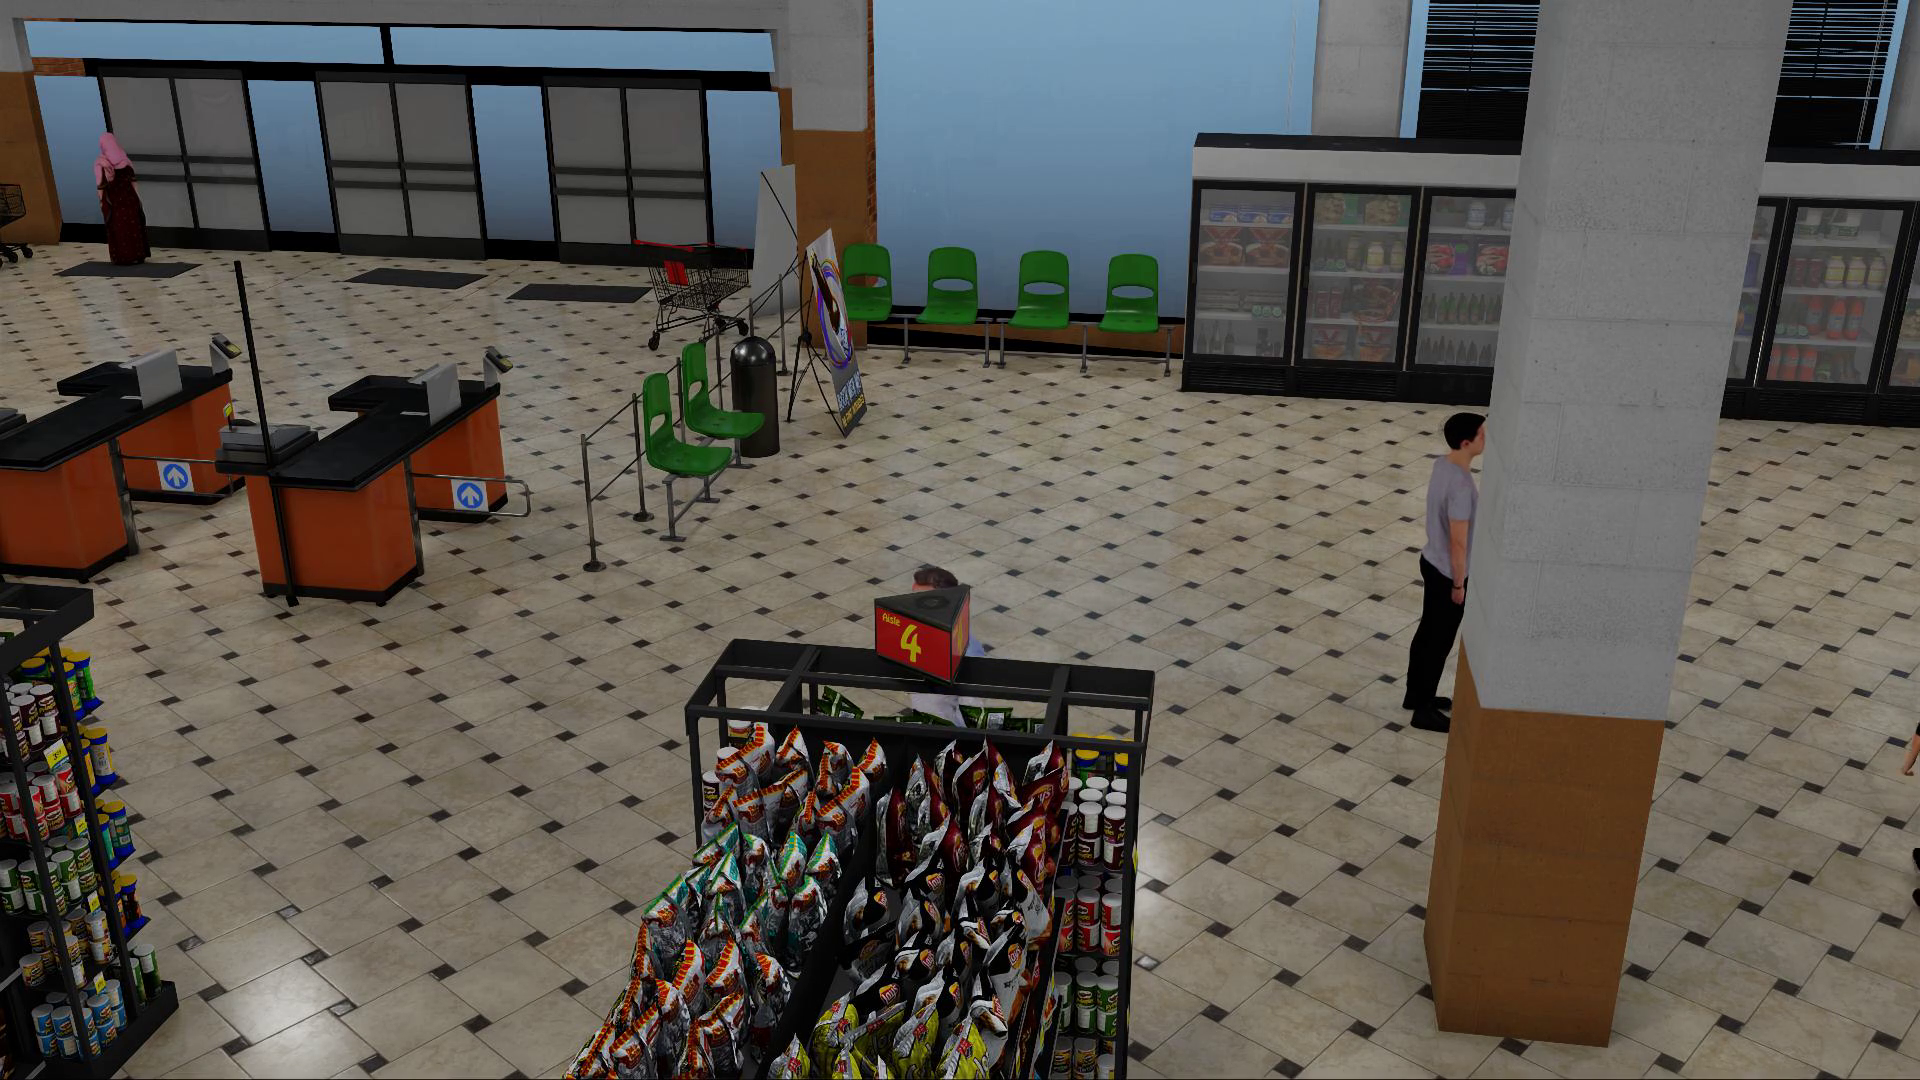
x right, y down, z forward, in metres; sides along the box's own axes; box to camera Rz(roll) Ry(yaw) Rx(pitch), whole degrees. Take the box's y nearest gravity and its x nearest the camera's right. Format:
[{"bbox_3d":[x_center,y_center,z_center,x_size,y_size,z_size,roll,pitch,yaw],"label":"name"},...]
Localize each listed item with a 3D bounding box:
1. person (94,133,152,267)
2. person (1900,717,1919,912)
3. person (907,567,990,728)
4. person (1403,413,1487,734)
[{"bbox_3d":[-10.469,-4.247,20.712,0.742,1.639,0.821,-18,28,-37],"label":"person"},{"bbox_3d":[4.615,1.111,7.657,0.547,1.430,0.767,3,22,8],"label":"person"},{"bbox_3d":[0.031,0.954,7.565,1.253,1.791,1.158,-17,27,-35],"label":"person"},{"bbox_3d":[2.749,0.164,9.435,0.760,1.862,0.512,1,22,2],"label":"person"}]
